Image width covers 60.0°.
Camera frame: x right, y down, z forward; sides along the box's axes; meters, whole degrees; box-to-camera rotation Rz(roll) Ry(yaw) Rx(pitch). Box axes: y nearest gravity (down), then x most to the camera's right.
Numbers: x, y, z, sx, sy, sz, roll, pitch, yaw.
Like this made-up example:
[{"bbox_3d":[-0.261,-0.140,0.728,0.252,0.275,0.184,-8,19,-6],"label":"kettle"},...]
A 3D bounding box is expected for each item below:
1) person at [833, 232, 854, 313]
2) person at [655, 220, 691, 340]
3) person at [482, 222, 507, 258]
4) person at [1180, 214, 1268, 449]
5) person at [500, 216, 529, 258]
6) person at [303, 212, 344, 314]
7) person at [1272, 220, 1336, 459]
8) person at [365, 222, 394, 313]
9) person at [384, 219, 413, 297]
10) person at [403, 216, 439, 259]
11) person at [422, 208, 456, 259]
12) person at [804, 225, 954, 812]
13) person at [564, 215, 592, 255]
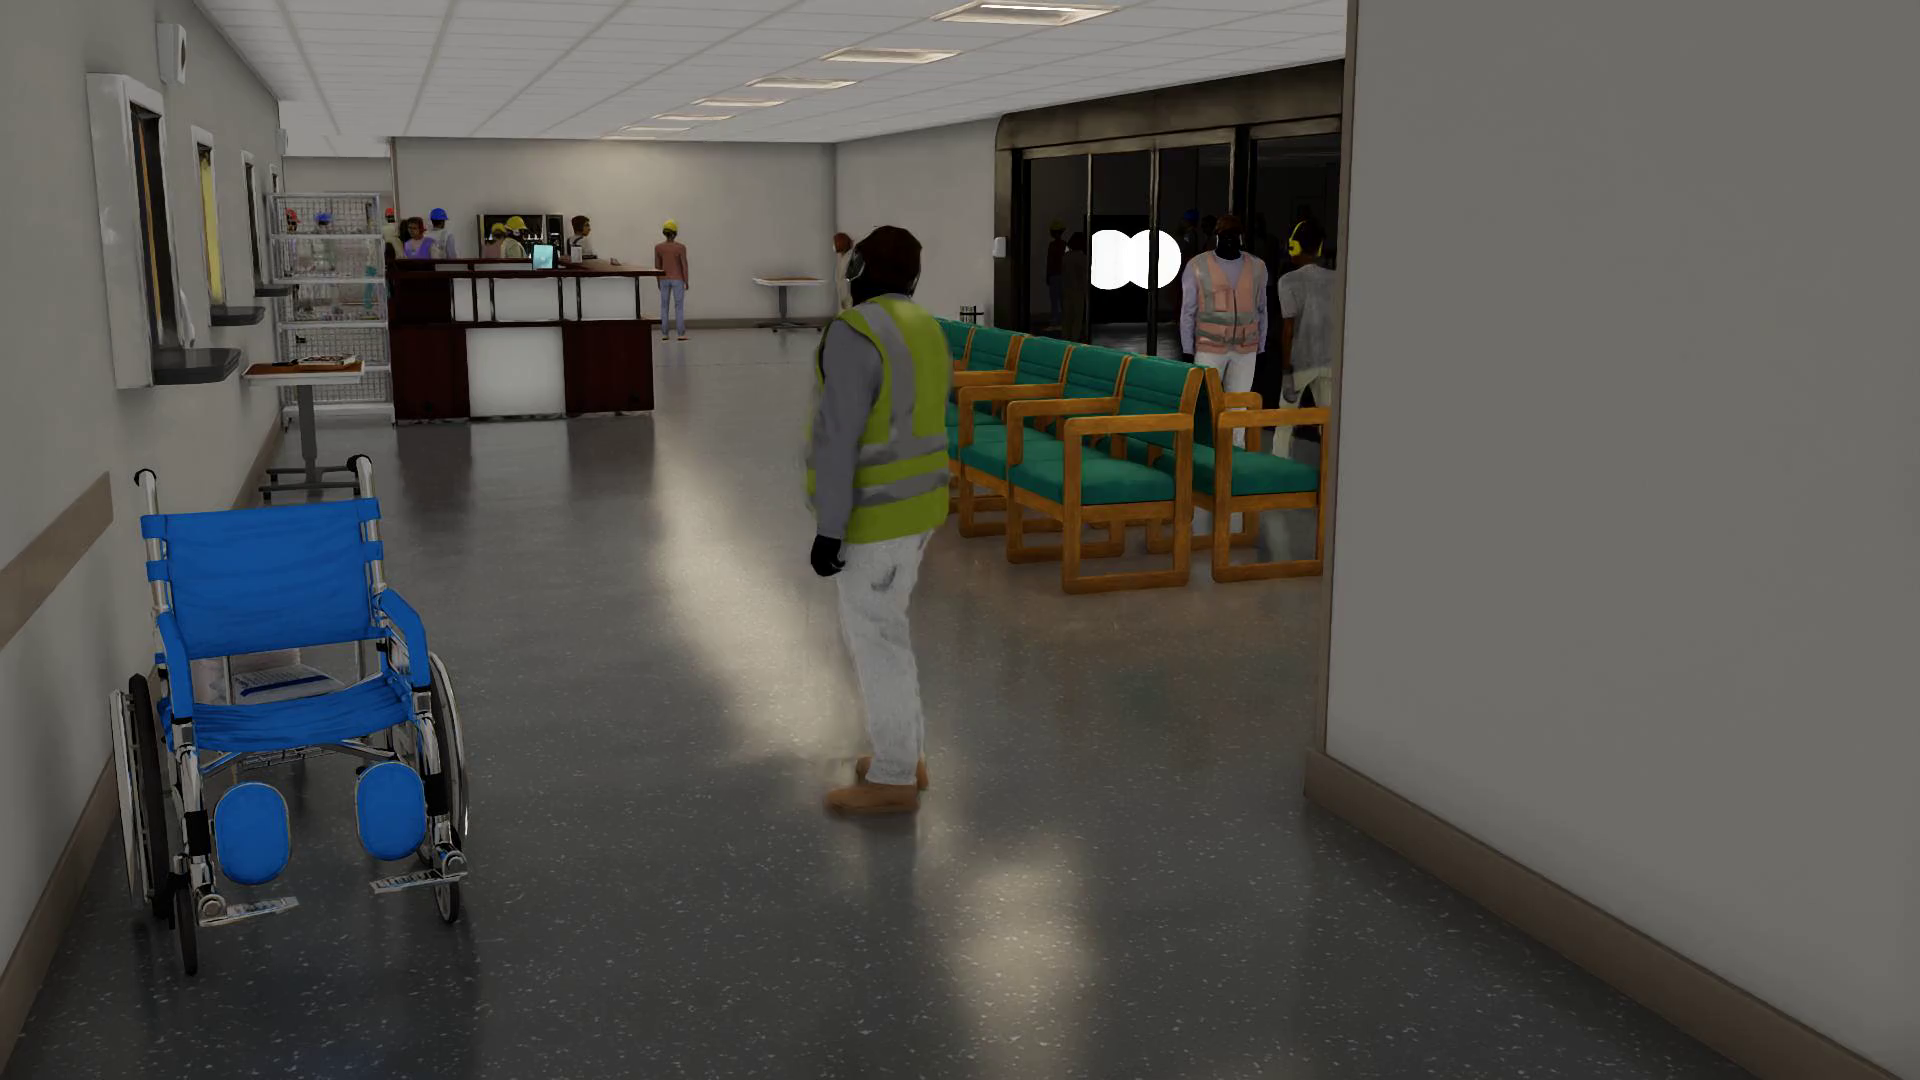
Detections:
[{"bbox_3d":[-1.467,-3.090,21.180,0.283,1.628,0.504,0,11,-1],"label":"person"},{"bbox_3d":[-4.265,-3.842,24.662,0.525,1.772,0.309,3,11,14],"label":"person"},{"bbox_3d":[-6.636,-3.719,24.060,0.546,1.747,0.603,1,11,4],"label":"person"},{"bbox_3d":[1.848,-1.333,11.598,0.633,1.841,0.429,-2,11,-8],"label":"person"},{"bbox_3d":[-5.869,-3.367,22.061,0.404,1.828,0.603,-6,13,-28],"label":"person"},{"bbox_3d":[-11.886,-5.125,30.903,0.619,1.915,0.906,4,12,21],"label":"person"},{"bbox_3d":[2.206,-1.069,10.357,0.538,1.808,0.960,-5,12,-22],"label":"person"},{"bbox_3d":[-11.027,-5.181,31.631,0.534,1.724,0.878,4,12,20],"label":"person"},{"bbox_3d":[-7.850,-3.645,23.585,0.901,1.805,0.629,9,14,38],"label":"person"},{"bbox_3d":[-7.146,-3.352,22.005,0.604,1.819,0.502,7,13,31],"label":"person"},{"bbox_3d":[-7.744,-3.955,24.776,0.605,1.948,0.404,4,12,21],"label":"person"},{"bbox_3d":[-0.251,-0.045,5.111,0.433,1.814,0.660,4,12,18],"label":"person"},{"bbox_3d":[-4.960,-3.318,21.779,0.507,1.842,0.351,10,15,40],"label":"person"}]
